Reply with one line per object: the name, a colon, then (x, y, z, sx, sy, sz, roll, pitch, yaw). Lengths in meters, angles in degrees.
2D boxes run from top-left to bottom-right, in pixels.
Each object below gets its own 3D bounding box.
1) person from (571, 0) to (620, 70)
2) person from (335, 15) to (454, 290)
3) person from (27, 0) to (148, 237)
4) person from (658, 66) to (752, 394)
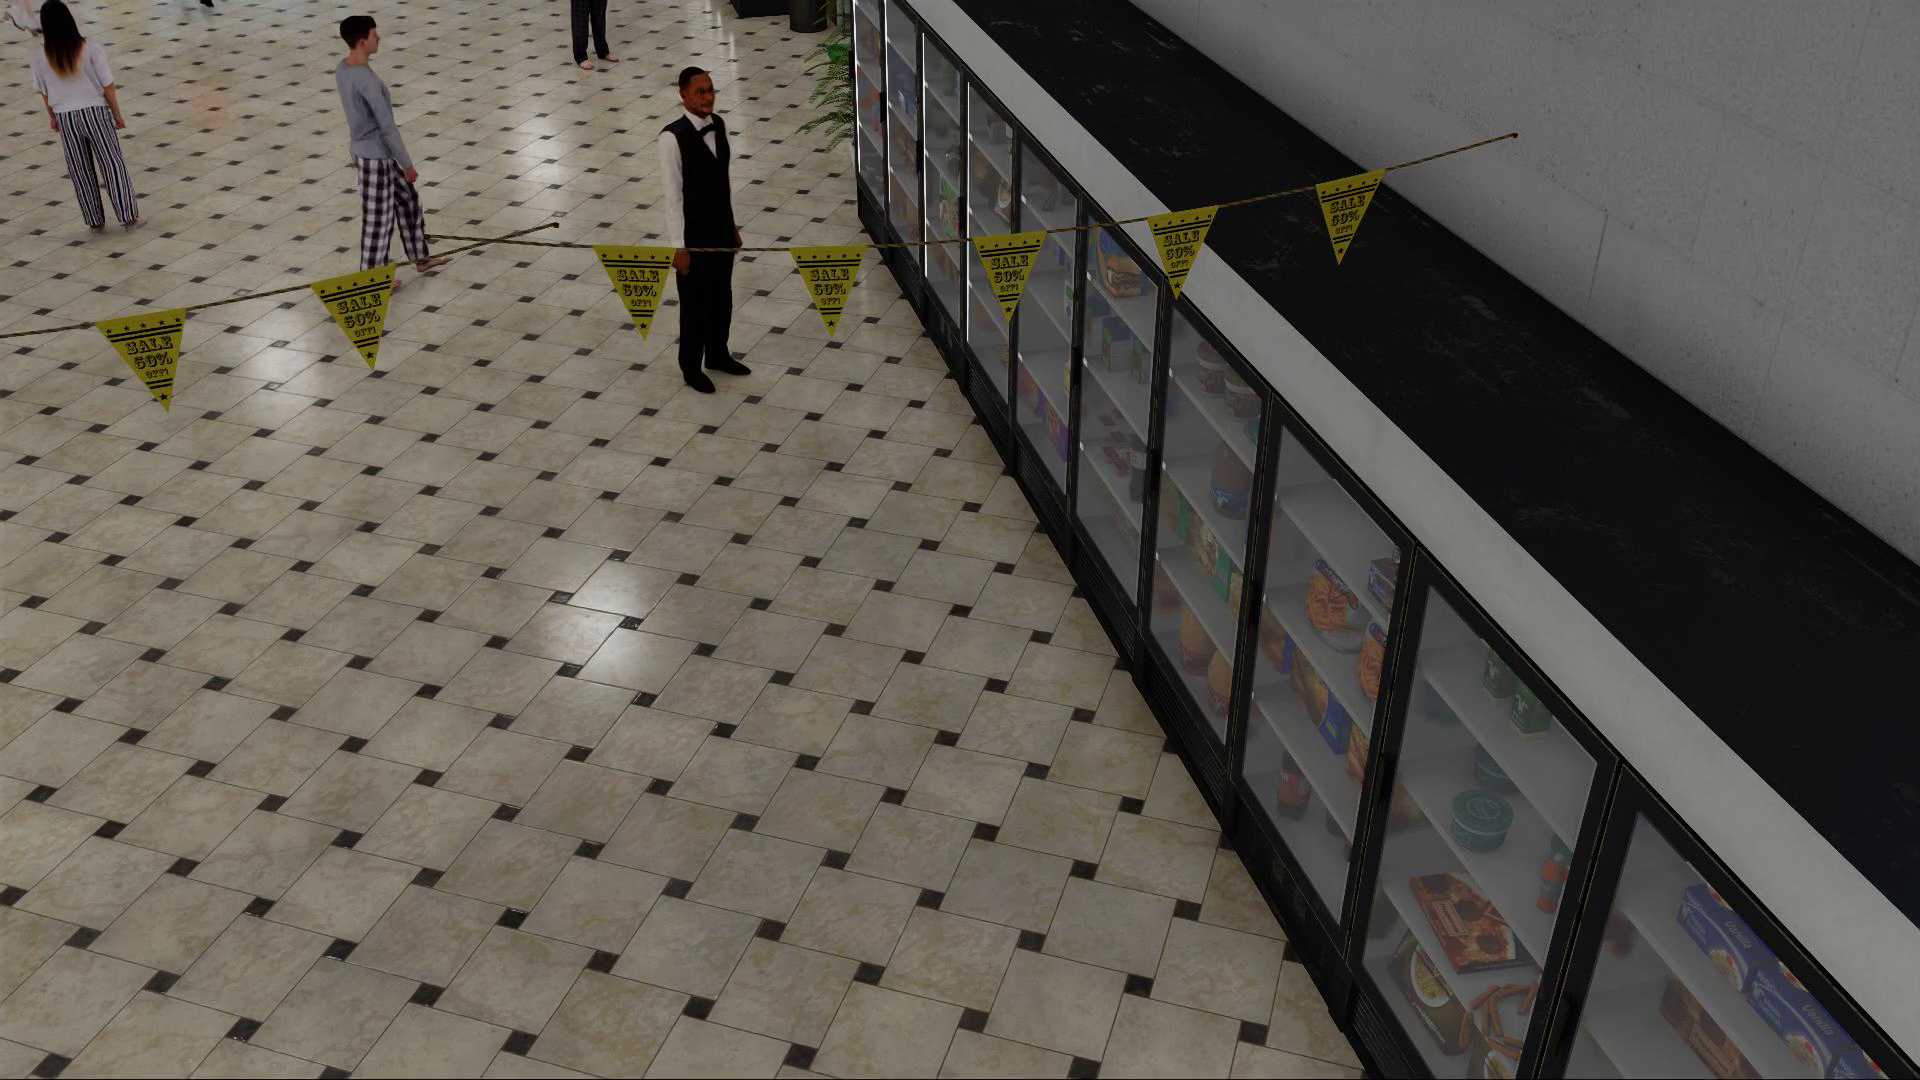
person: (-3.494, -5.404, 15.564, 0.802, 1.871, 0.692, 25, 39, 34)
person: (-3.925, -2.485, 10.916, 1.033, 1.825, 0.864, -21, 38, -30)
person: (-6.278, -3.020, 11.915, 0.547, 1.677, 0.739, -7, 33, -11)
person: (-1.510, -1.827, 9.772, 0.842, 1.917, 0.755, 21, 37, 30)
